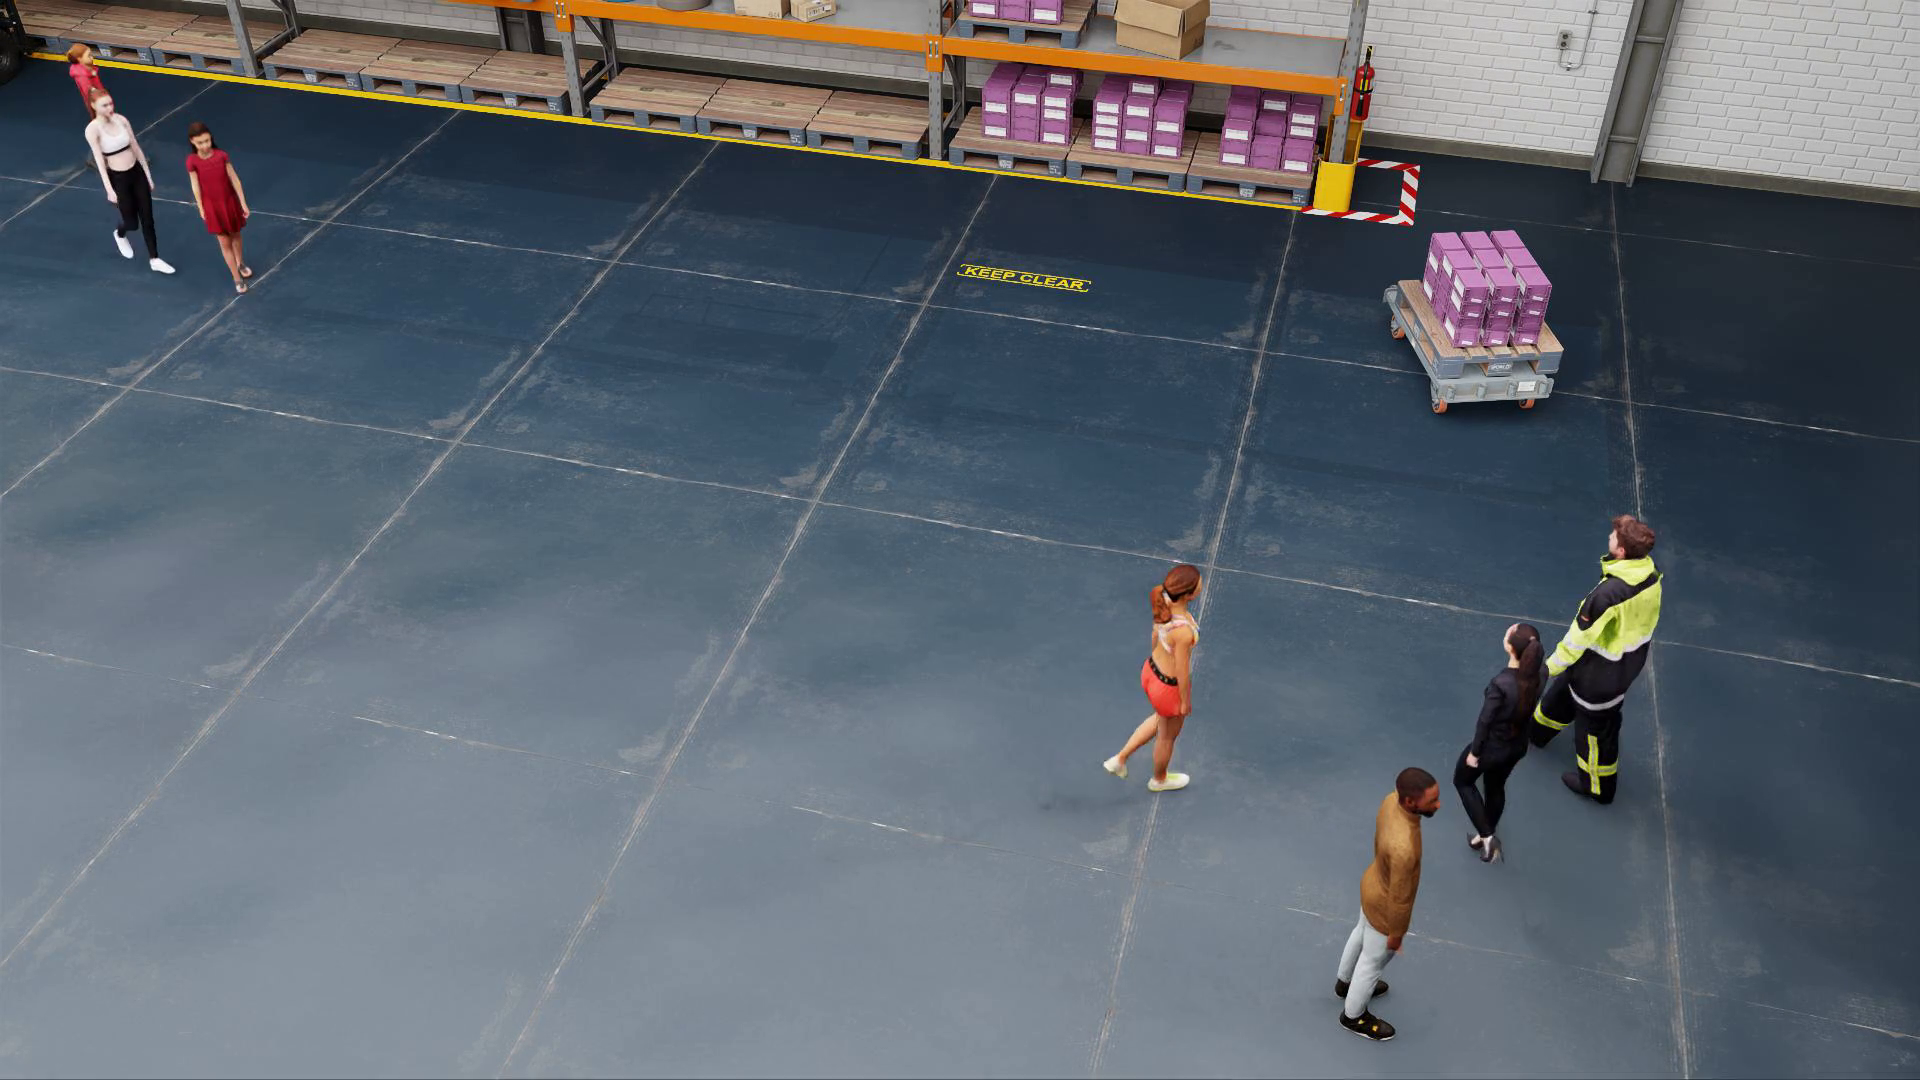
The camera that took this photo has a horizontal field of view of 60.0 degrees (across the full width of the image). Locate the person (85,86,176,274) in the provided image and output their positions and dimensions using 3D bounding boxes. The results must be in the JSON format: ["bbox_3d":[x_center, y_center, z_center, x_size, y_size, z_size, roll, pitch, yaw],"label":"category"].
[{"bbox_3d":[-7.477,-3.198,14.817,0.912,1.730,0.719,19,42,22],"label":"person"}]

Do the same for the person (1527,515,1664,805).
[{"bbox_3d":[3.826,0.758,9.694,1.128,1.942,1.253,-30,48,-32],"label":"person"}]

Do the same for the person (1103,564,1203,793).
[{"bbox_3d":[1.129,0.856,9.698,0.906,1.784,0.804,-11,40,-13],"label":"person"}]

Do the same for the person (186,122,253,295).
[{"bbox_3d":[-6.574,-3.019,14.756,0.804,1.527,0.903,-26,45,-29],"label":"person"}]

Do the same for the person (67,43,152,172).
[{"bbox_3d":[-8.602,-4.263,16.497,0.873,1.298,0.653,-1,39,-1],"label":"person"}]

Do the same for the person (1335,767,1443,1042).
[{"bbox_3d":[2.168,1.824,8.460,0.579,1.815,0.667,3,39,4],"label":"person"}]

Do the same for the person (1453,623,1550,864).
[{"bbox_3d":[3.069,1.210,9.323,0.791,1.699,0.849,-17,41,-20],"label":"person"}]
